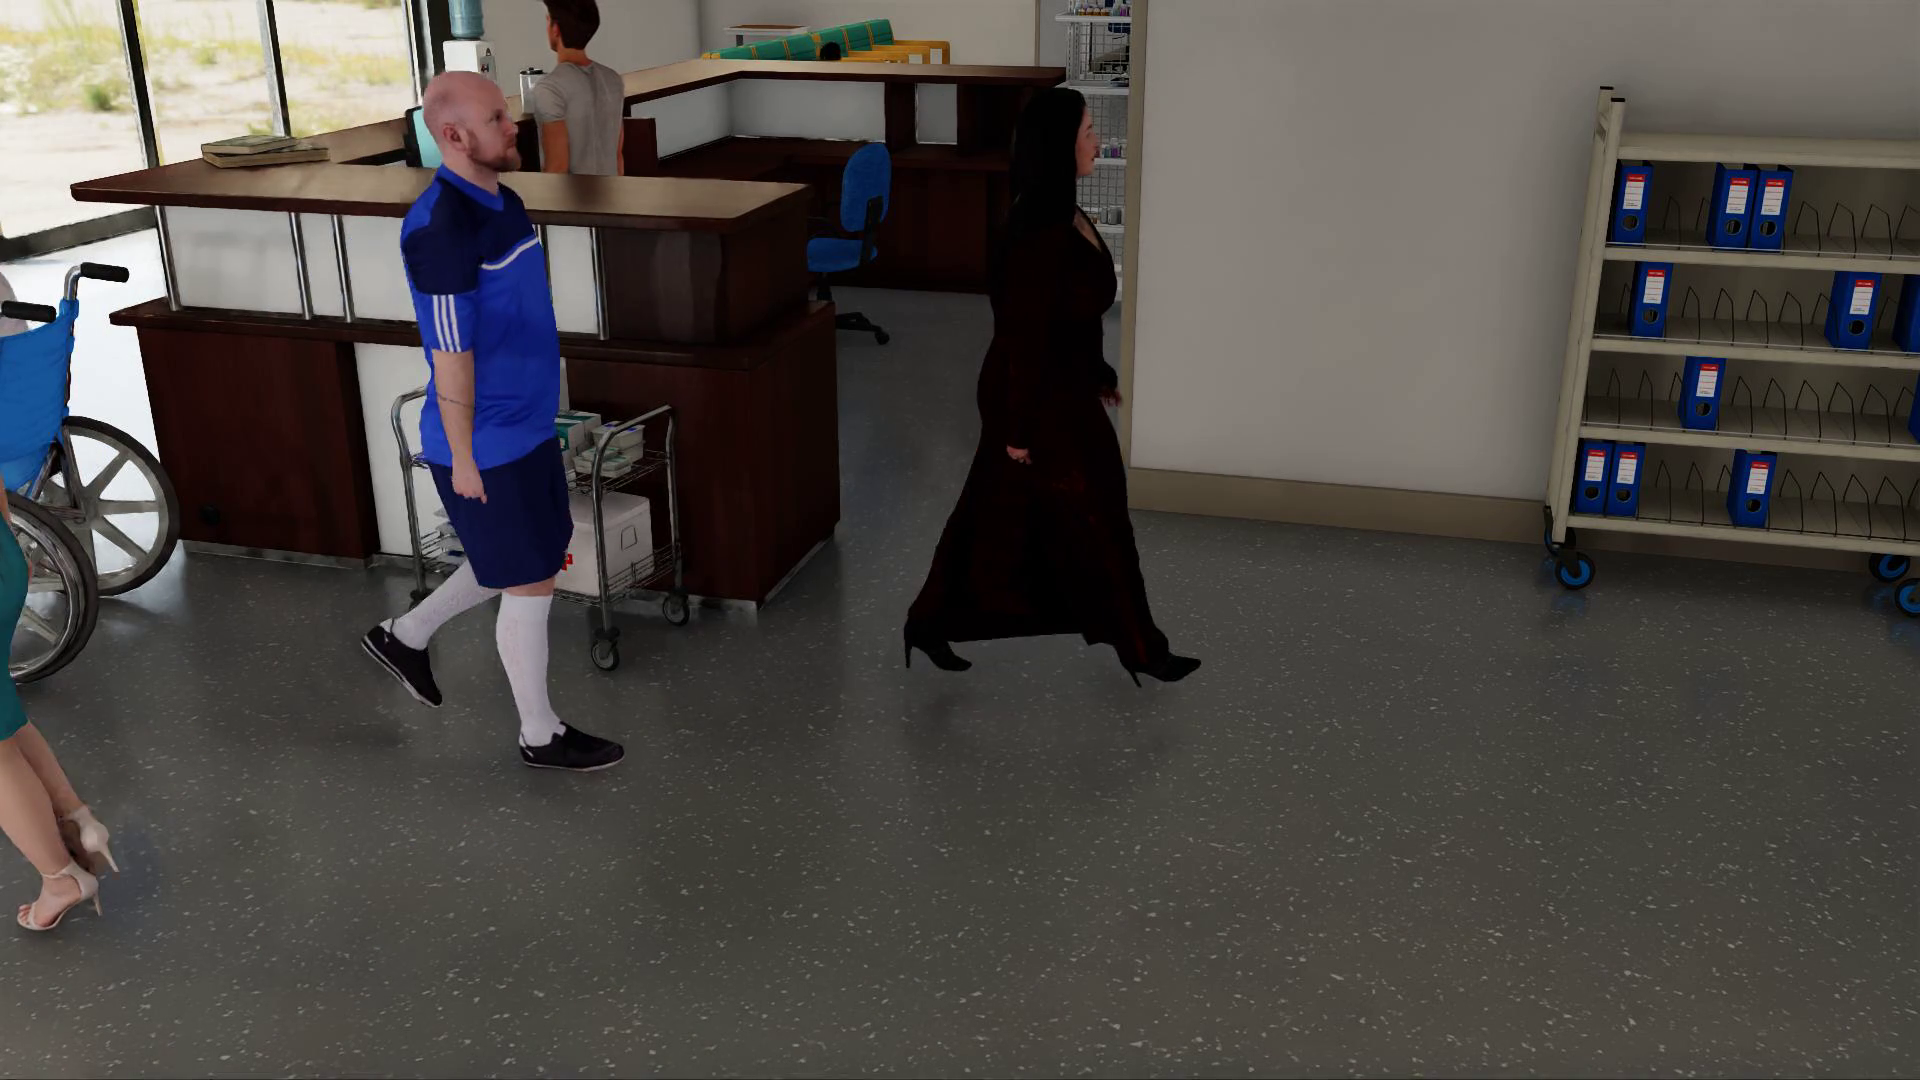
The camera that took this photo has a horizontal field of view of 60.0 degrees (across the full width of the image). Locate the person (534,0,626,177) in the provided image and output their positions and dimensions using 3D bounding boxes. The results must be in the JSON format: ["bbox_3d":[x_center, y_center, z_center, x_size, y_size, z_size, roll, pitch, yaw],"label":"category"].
[{"bbox_3d":[-1.602,-1.391,7.150,0.634,1.898,0.710,11,23,26],"label":"person"}]

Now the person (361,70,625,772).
[{"bbox_3d":[-1.259,-0.258,4.262,1.031,1.826,0.806,1,21,2],"label":"person"}]

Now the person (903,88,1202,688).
[{"bbox_3d":[0.126,-0.335,4.637,1.180,1.704,0.886,-1,21,-2],"label":"person"}]
